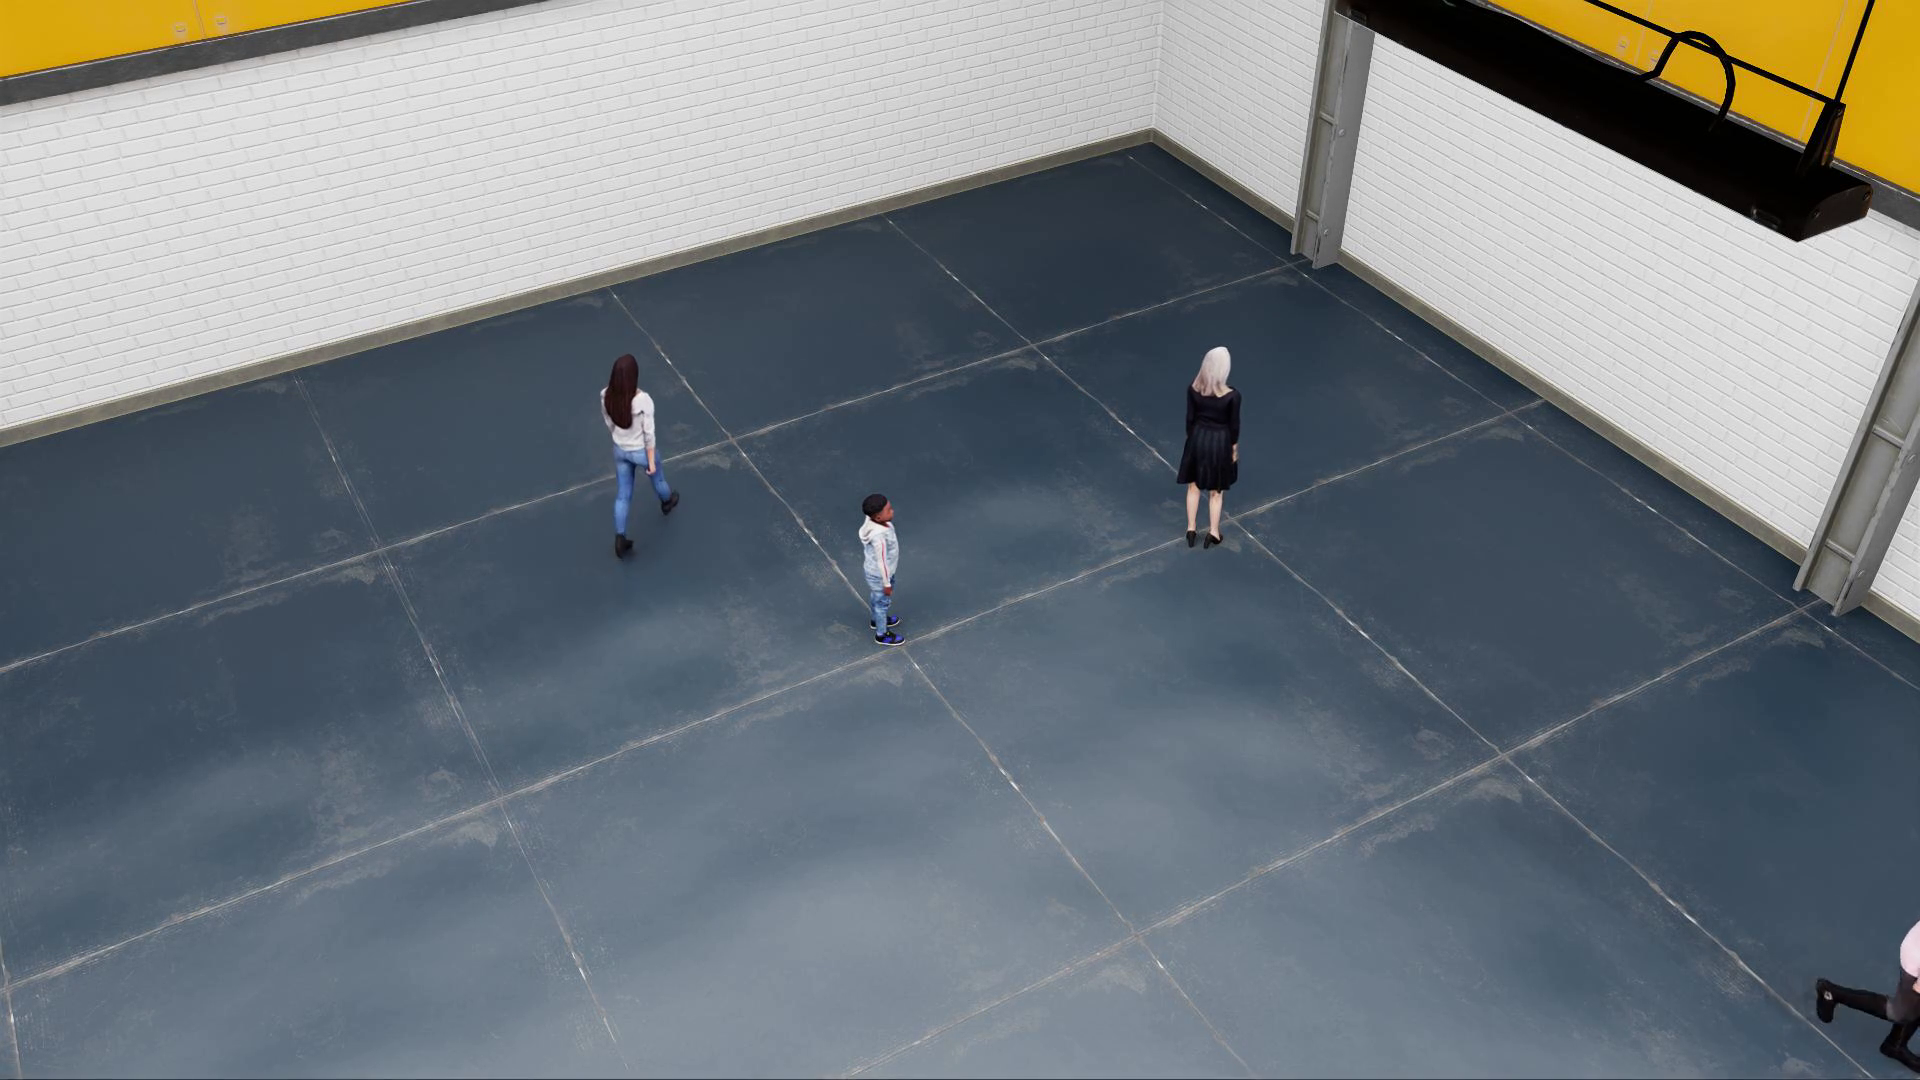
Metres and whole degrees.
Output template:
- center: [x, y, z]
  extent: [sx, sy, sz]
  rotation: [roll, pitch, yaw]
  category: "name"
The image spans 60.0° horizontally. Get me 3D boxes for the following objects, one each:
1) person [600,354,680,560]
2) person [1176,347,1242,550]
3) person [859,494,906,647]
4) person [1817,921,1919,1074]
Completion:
- center: [-2.491, -0.593, 12.513]
  extent: [1.064, 1.581, 1.105]
  rotation: [11, 40, 13]
  category: "person"
- center: [1.877, -0.682, 12.491]
  extent: [0.677, 1.747, 0.759]
  rotation: [16, 41, 19]
  category: "person"
- center: [-0.570, 0.187, 11.792]
  extent: [0.599, 1.261, 0.509]
  rotation: [-7, 39, -9]
  category: "person"
- center: [5.132, 2.206, 8.932]
  extent: [0.734, 1.676, 0.972]
  rotation: [-31, 48, -33]
  category: "person"
